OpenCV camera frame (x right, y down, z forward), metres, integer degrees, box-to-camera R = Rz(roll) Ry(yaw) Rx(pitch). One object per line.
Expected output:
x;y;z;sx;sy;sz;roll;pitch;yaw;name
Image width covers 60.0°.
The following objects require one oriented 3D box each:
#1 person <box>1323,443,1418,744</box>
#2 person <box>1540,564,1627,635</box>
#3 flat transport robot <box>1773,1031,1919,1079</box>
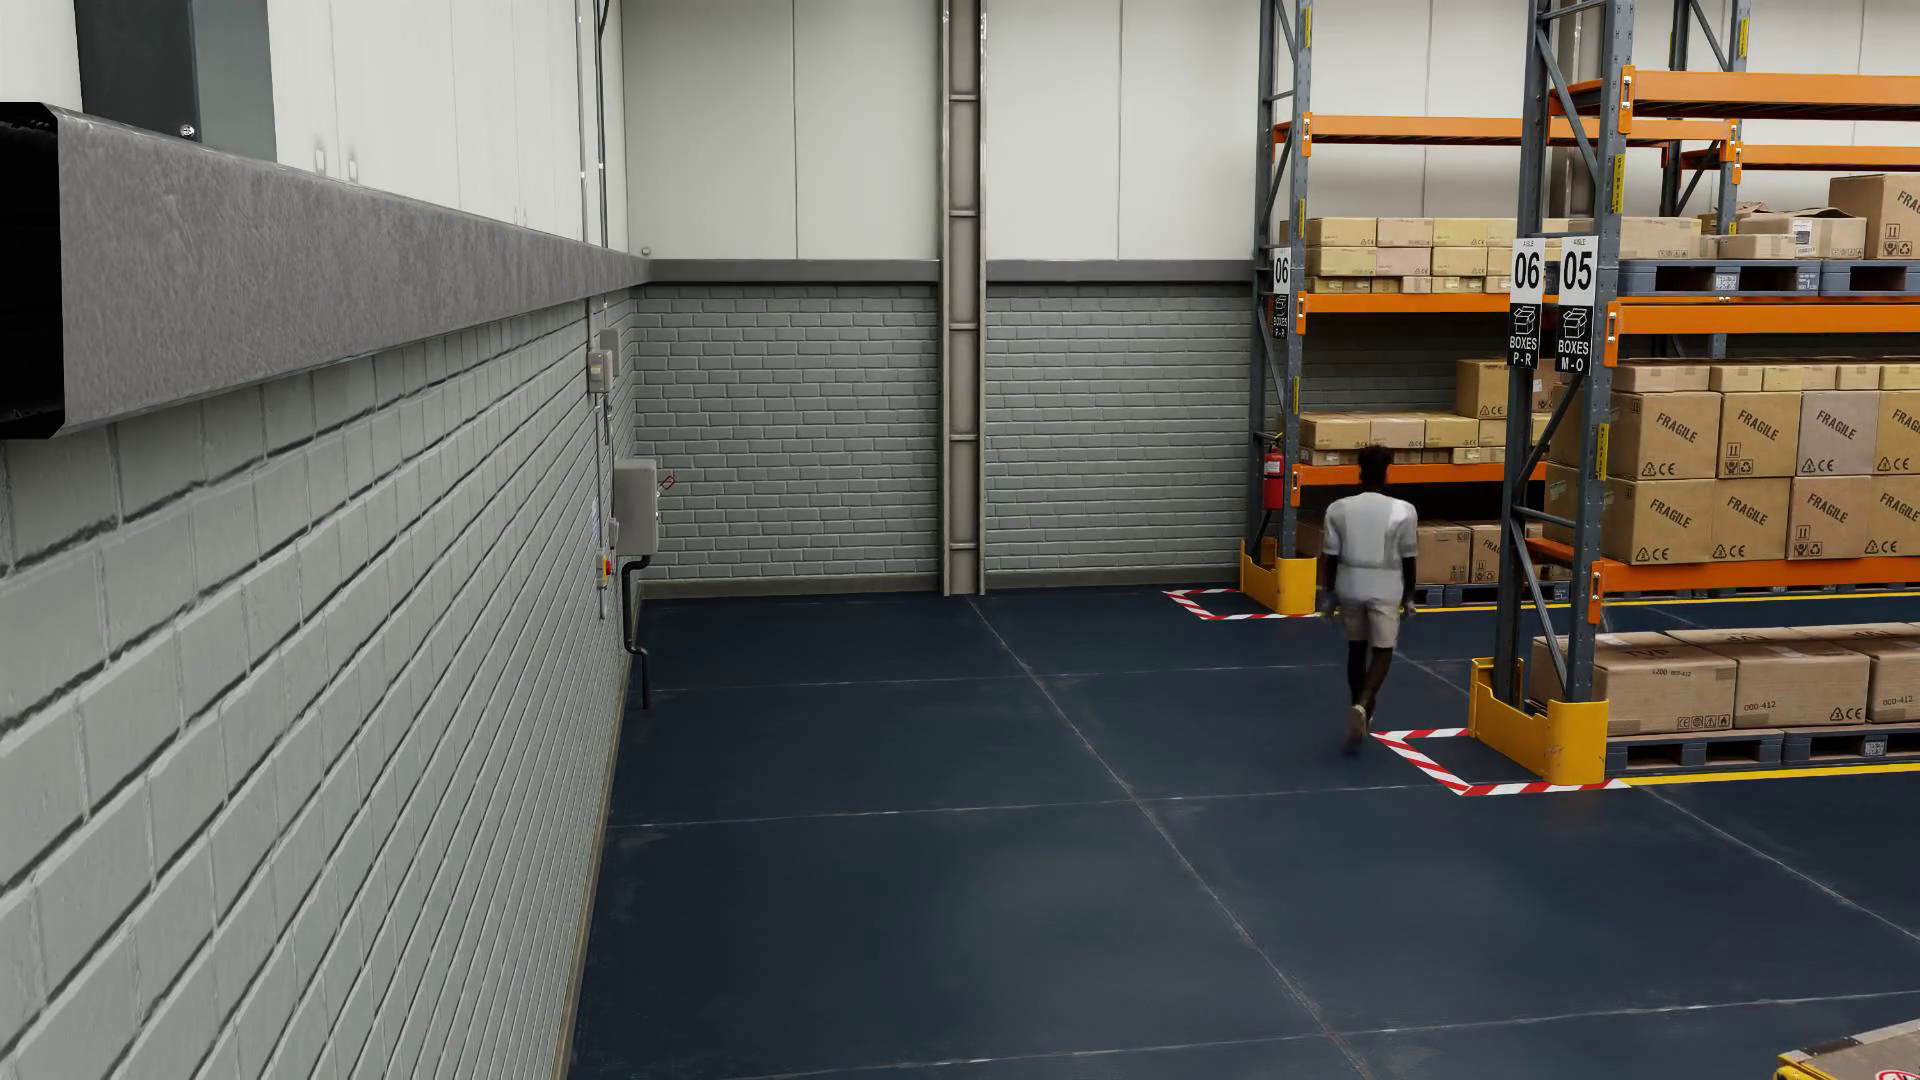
2.617;0.345;10.726;0.606;1.936;0.876;5;10;28;person
4.517;0.174;12.081;0.994;1.827;0.607;-5;10;-28;person
3.472;1.958;5.863;1.431;0.197;0.652;-4;10;-23;flat transport robot
